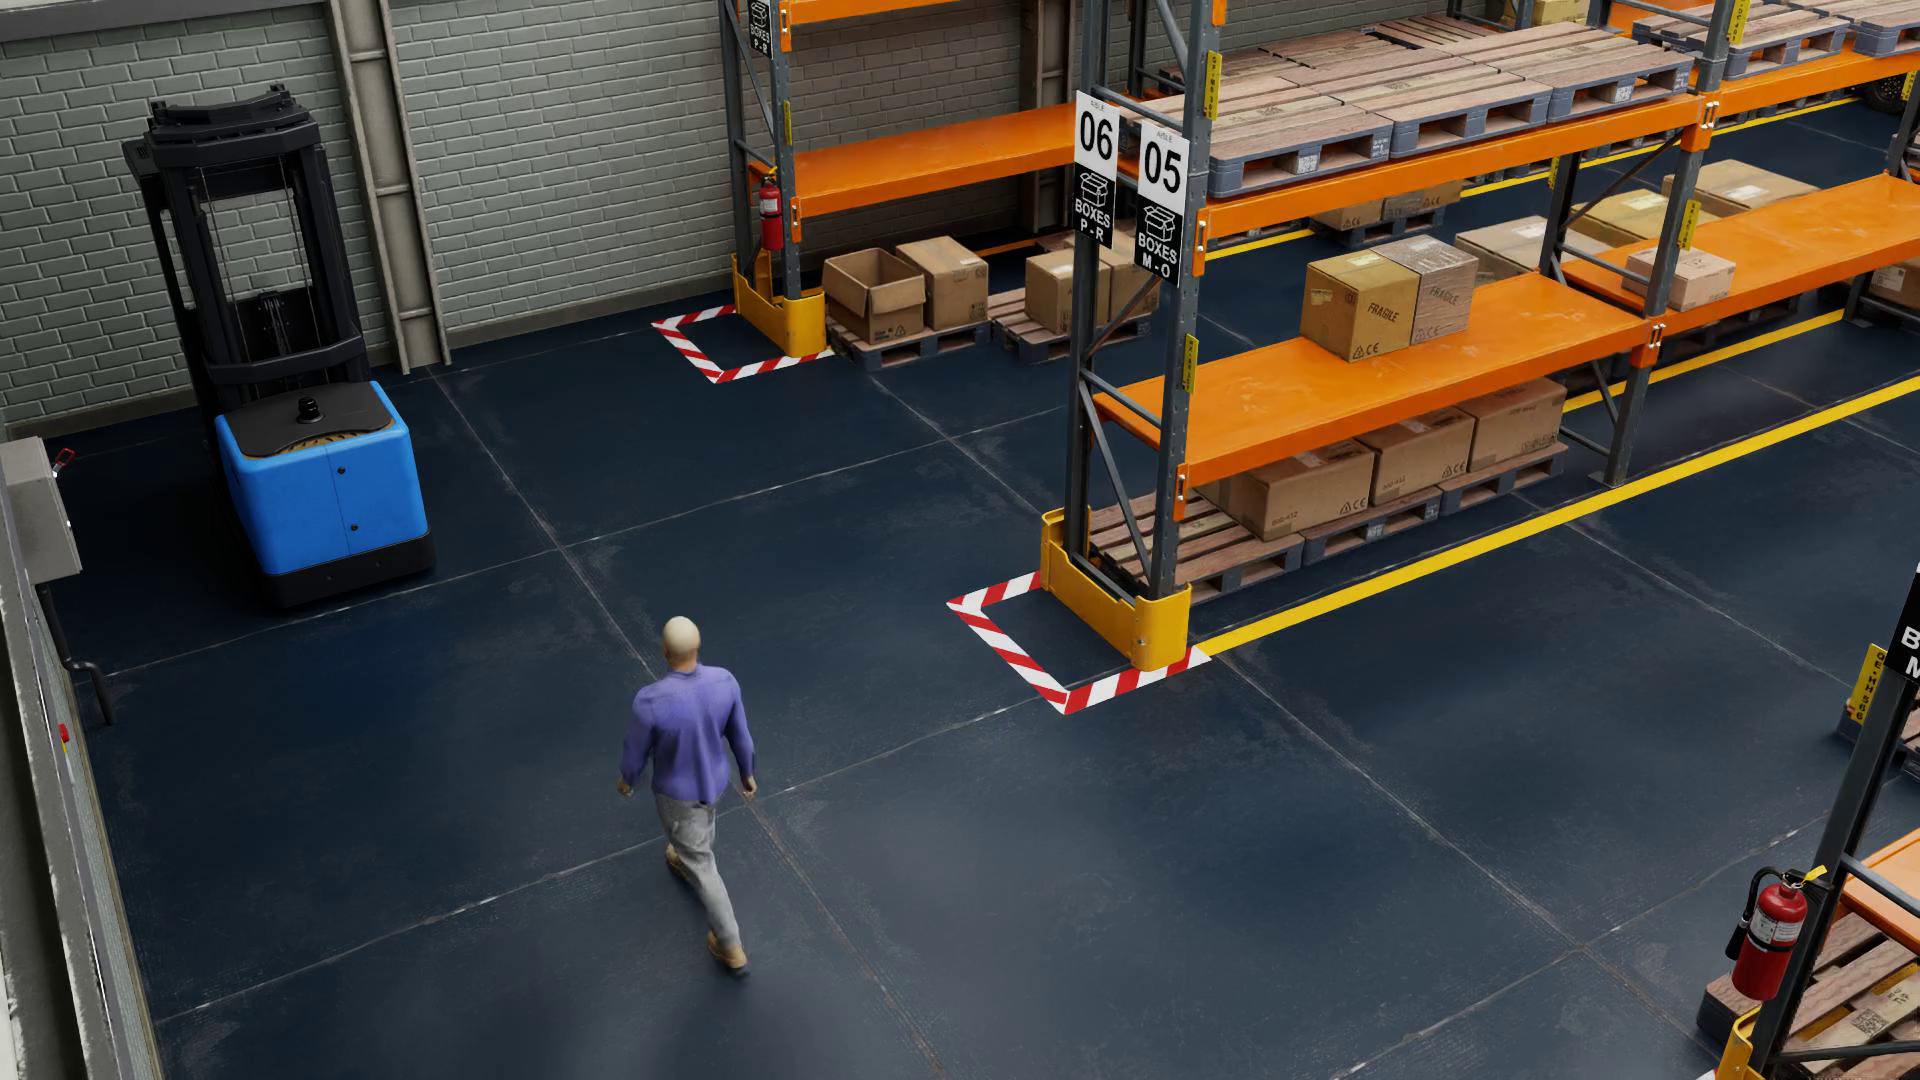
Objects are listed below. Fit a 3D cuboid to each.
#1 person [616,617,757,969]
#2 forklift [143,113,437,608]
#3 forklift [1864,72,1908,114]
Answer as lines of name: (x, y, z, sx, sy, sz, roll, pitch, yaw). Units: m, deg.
person: (-1.244, 1.118, 7.727, 0.587, 1.754, 0.936, -22, 38, -31)
forklift: (-4.289, -1.259, 10.509, 1.129, 2.768, 1.873, -17, 36, -26)
forklift: (11.468, -5.645, 18.244, 1.214, 2.155, 2.313, -17, 36, -26)
